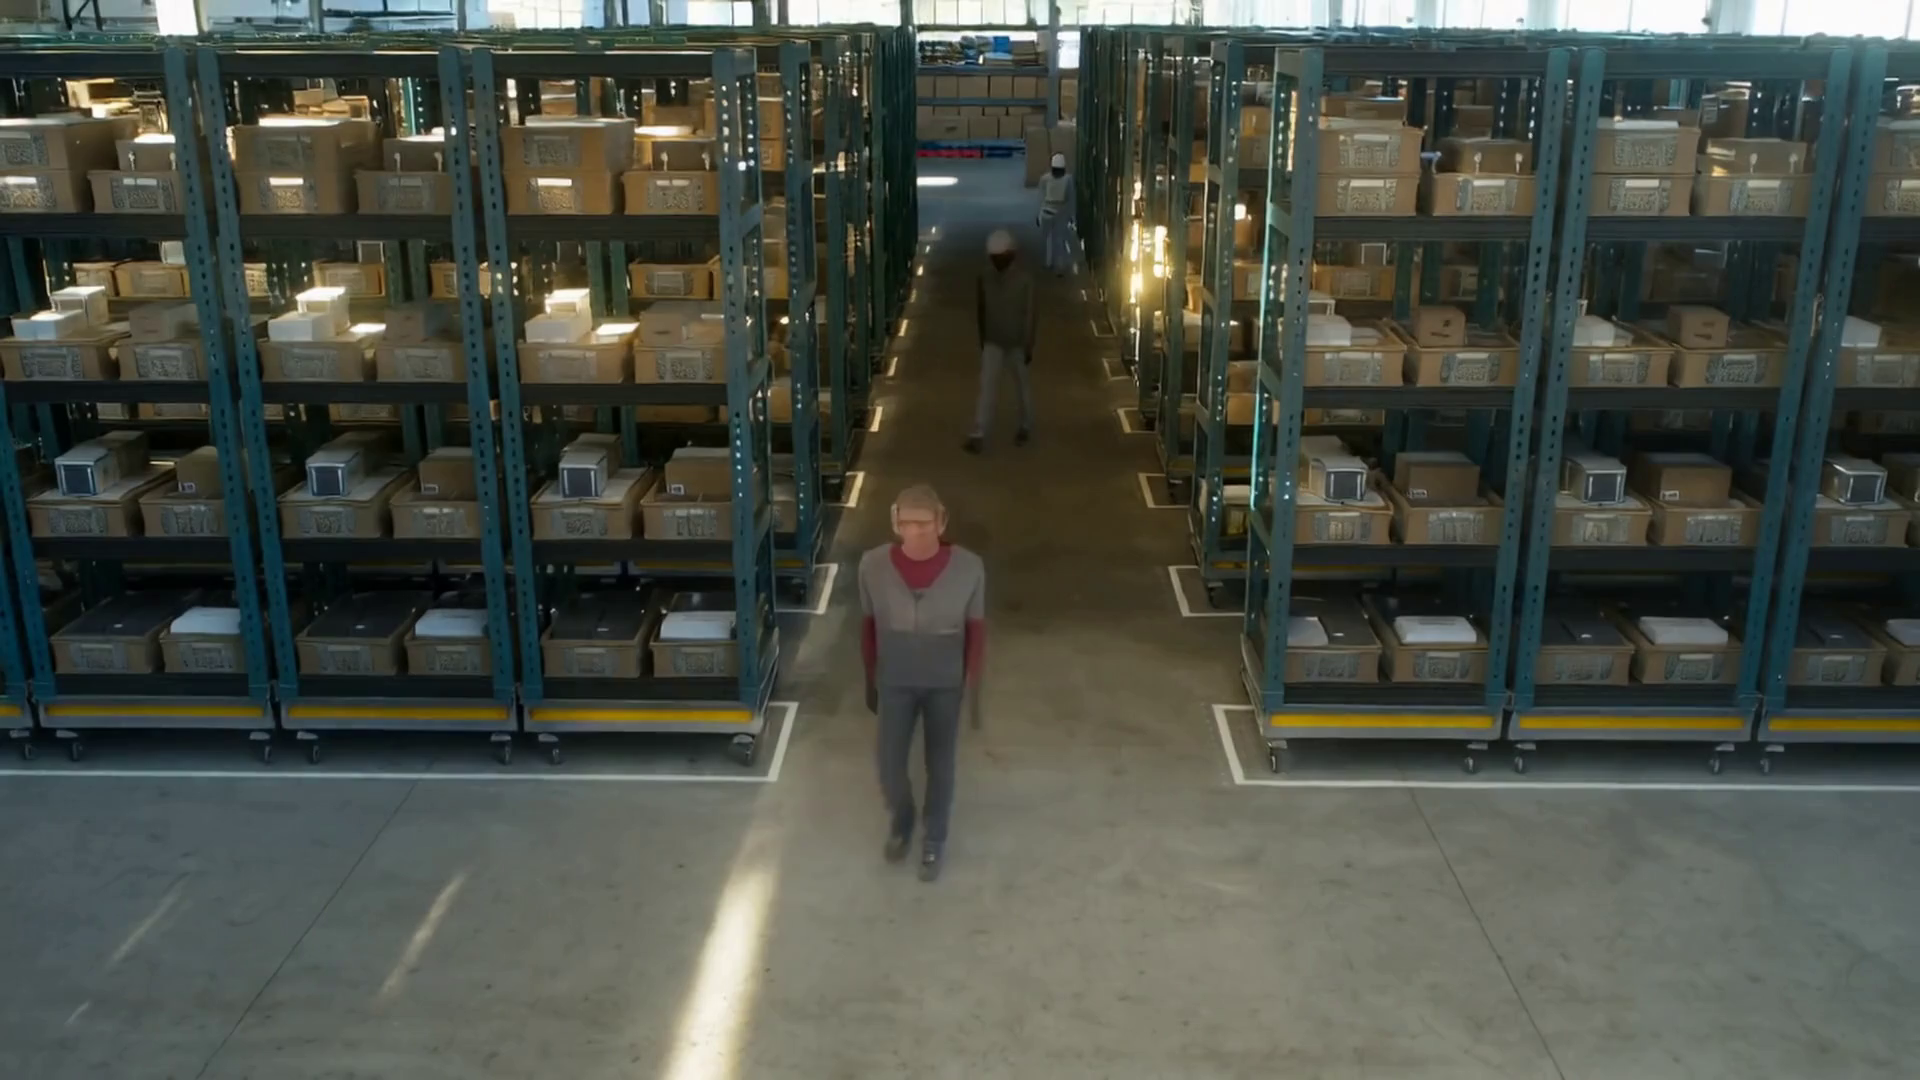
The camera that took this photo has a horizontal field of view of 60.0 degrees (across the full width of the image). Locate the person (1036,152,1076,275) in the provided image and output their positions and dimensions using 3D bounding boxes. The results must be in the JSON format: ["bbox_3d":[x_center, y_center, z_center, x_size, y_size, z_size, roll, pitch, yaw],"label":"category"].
[{"bbox_3d":[1.450,-4.950,25.169,0.604,1.810,0.614,1,17,5],"label":"person"}]

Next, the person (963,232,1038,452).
[{"bbox_3d":[0.394,-1.756,14.778,0.631,1.933,1.037,7,19,22],"label":"person"}]

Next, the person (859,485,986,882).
[{"bbox_3d":[-0.164,0.634,7.326,0.560,1.835,0.437,2,17,5],"label":"person"}]
